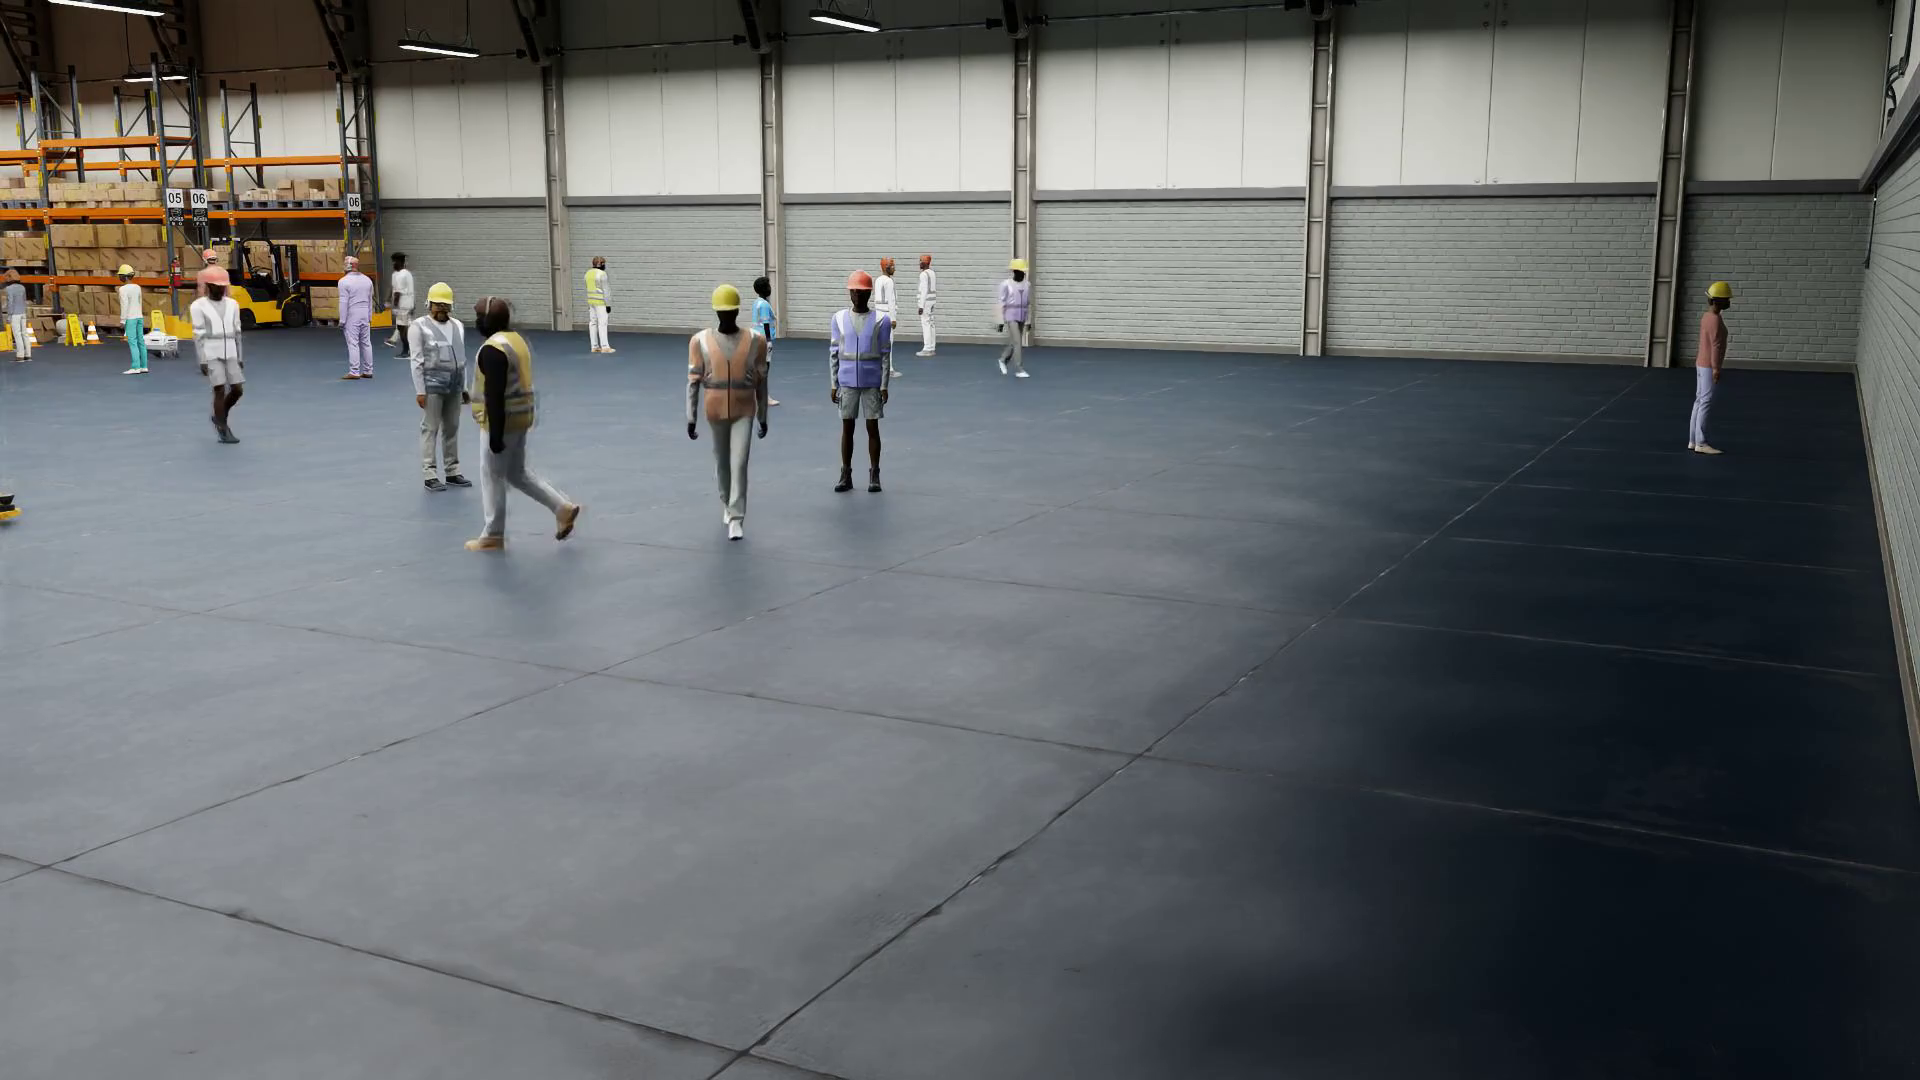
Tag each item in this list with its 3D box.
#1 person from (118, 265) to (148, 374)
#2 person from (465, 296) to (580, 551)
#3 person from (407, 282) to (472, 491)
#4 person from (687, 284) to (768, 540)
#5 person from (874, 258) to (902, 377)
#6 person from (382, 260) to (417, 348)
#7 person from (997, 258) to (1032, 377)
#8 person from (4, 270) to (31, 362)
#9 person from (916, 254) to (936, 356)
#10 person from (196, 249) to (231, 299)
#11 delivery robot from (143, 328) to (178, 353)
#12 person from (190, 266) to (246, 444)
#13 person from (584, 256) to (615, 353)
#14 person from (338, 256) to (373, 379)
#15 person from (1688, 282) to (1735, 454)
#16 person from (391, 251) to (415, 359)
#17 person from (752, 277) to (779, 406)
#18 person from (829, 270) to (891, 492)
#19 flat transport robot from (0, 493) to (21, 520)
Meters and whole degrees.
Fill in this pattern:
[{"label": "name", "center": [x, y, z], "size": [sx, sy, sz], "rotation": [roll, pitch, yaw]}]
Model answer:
[{"label": "person", "center": [-13.442, -3.570, 26.959], "size": [0.314, 1.769, 0.524], "rotation": [1, 10, 5]}, {"label": "person", "center": [-3.156, -0.818, 11.829], "size": [0.722, 1.823, 0.638], "rotation": [0, 10, 3]}, {"label": "person", "center": [-4.578, -1.357, 14.725], "size": [0.404, 1.828, 0.591], "rotation": [7, 12, 32]}, {"label": "person", "center": [-1.754, -0.995, 12.607], "size": [0.603, 1.884, 0.974], "rotation": [-1, 10, -4]}, {"label": "person", "center": [-1.160, -3.526, 26.401], "size": [0.344, 1.882, 0.584], "rotation": [-5, 12, -25]}, {"label": "person", "center": [-11.194, -4.748, 33.262], "size": [0.997, 1.816, 0.509], "rotation": [3, 11, 16]}, {"label": "person", "center": [0.858, -3.554, 26.567], "size": [0.587, 1.890, 0.892], "rotation": [-8, 13, -36]}, {"label": "person", "center": [-16.799, -3.991, 29.615], "size": [0.271, 1.632, 0.507], "rotation": [1, 10, 3]}, {"label": "person", "center": [-0.627, -4.384, 31.075], "size": [0.340, 1.882, 0.585], "rotation": [4, 11, 19]}, {"label": "person", "center": [-13.300, -4.180, 29.664], "size": [0.375, 1.995, 0.611], "rotation": [7, 13, 34]}, {"label": "delivery robot", "center": [-14.603, -3.615, 30.255], "size": [0.707, 0.478, 0.477], "rotation": [4, 11, 21]}, {"label": "person", "center": [-8.017, -1.995, 17.962], "size": [0.529, 1.916, 0.545], "rotation": [8, 13, 37]}, {"label": "person", "center": [-6.891, -4.492, 31.799], "size": [0.620, 1.840, 0.430], "rotation": [9, 13, 39]}, {"label": "person", "center": [-9.460, -3.463, 25.982], "size": [0.411, 1.913, 0.643], "rotation": [5, 11, 25]}, {"label": "person", "center": [7.767, -1.772, 17.157], "size": [0.318, 1.767, 0.534], "rotation": [2, 11, 12]}, {"label": "person", "center": [-10.051, -4.240, 30.111], "size": [0.464, 1.946, 0.614], "rotation": [0, 10, -2]}, {"label": "person", "center": [-2.593, -2.629, 22.011], "size": [0.318, 1.700, 0.535], "rotation": [-4, 11, -20]}, {"label": "person", "center": [-0.874, -1.385, 14.568], "size": [0.544, 1.943, 0.347], "rotation": [1, 10, 6]}, {"label": "flat transport robot", "center": [-8.135, -0.228, 12.815], "size": [1.431, 0.197, 0.652], "rotation": [0, 10, 1]}]
